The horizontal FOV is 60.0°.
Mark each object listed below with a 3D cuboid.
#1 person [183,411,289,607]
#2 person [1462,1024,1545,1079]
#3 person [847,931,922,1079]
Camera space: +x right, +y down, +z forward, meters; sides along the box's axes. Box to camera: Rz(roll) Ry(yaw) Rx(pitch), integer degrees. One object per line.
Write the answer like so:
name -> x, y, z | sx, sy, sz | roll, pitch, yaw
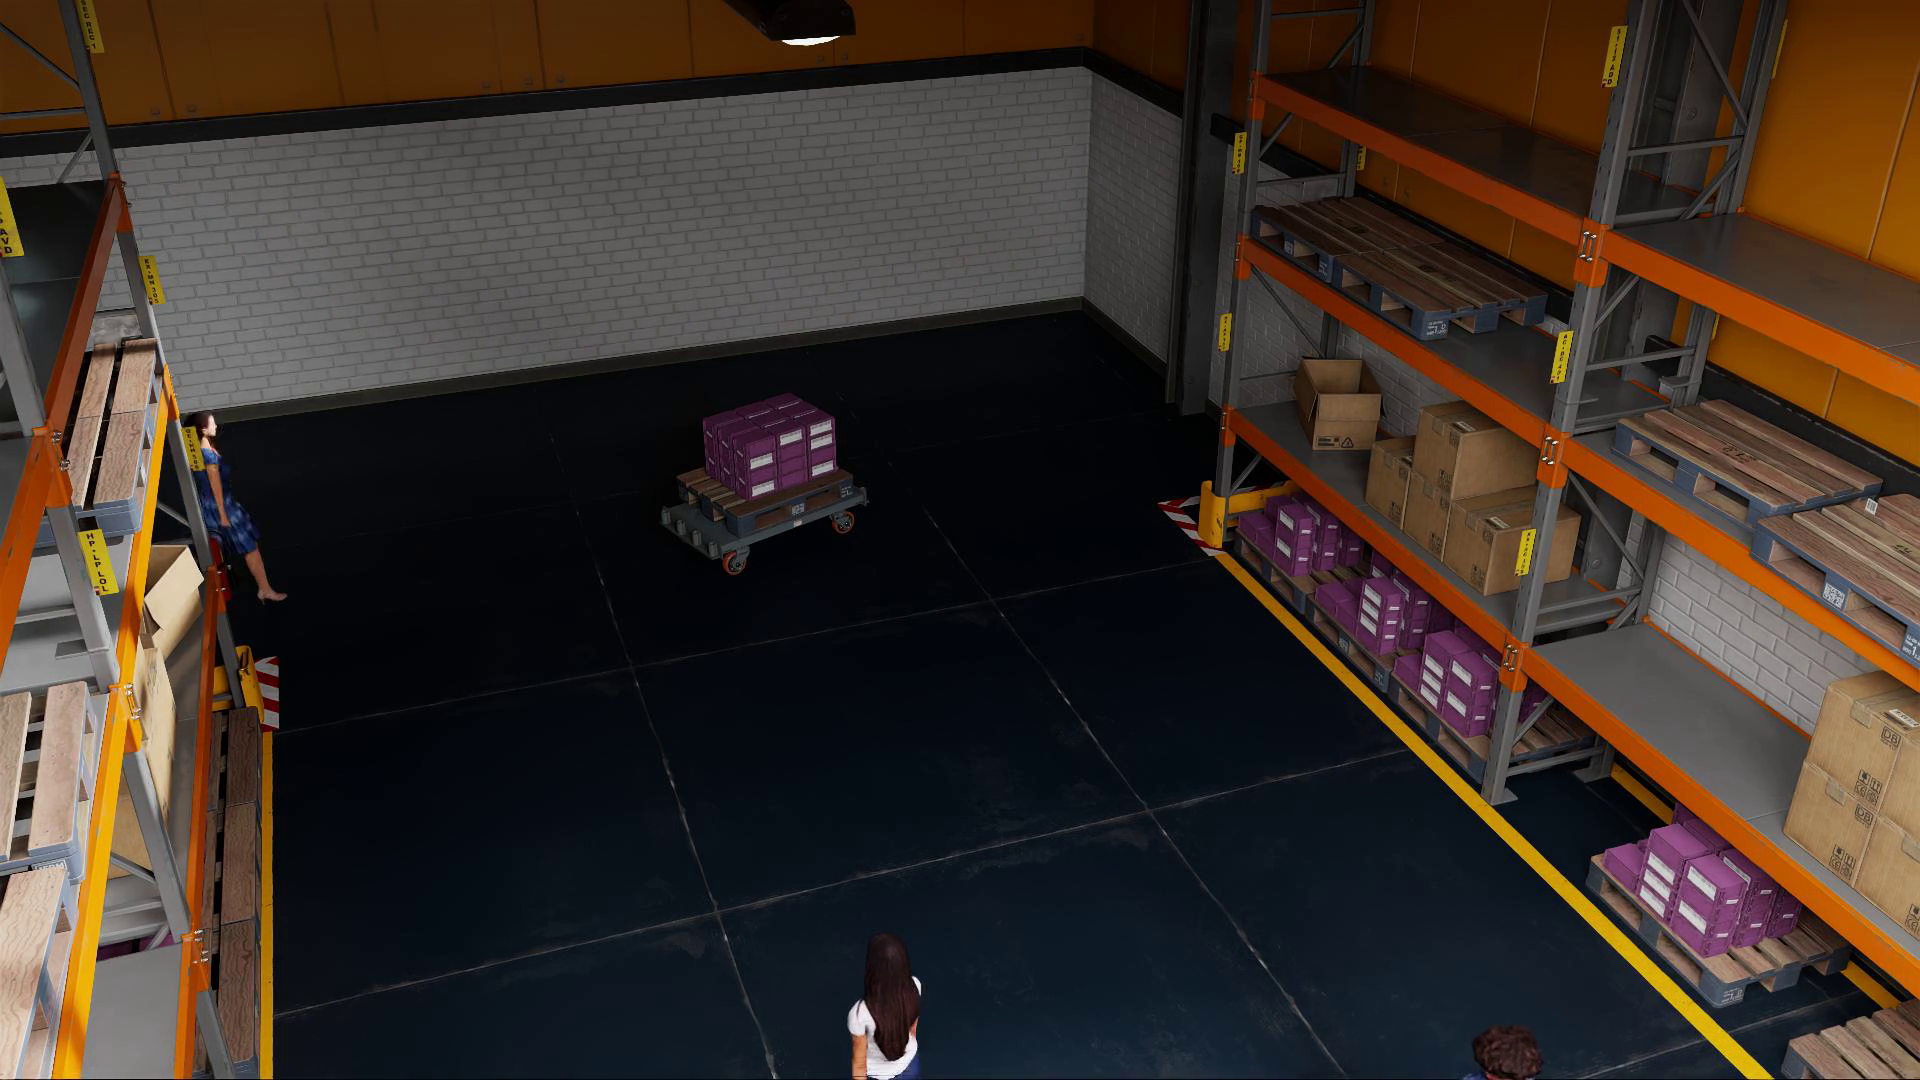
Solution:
person -> -5.942, -0.158, 13.190 | 0.971, 1.774, 1.129 | -24, 37, -37
person -> 2.347, 2.874, 7.604 | 0.691, 1.800, 0.609 | -9, 30, -15
person -> -0.294, 2.658, 8.037 | 0.708, 1.764, 0.740 | -24, 37, -37
